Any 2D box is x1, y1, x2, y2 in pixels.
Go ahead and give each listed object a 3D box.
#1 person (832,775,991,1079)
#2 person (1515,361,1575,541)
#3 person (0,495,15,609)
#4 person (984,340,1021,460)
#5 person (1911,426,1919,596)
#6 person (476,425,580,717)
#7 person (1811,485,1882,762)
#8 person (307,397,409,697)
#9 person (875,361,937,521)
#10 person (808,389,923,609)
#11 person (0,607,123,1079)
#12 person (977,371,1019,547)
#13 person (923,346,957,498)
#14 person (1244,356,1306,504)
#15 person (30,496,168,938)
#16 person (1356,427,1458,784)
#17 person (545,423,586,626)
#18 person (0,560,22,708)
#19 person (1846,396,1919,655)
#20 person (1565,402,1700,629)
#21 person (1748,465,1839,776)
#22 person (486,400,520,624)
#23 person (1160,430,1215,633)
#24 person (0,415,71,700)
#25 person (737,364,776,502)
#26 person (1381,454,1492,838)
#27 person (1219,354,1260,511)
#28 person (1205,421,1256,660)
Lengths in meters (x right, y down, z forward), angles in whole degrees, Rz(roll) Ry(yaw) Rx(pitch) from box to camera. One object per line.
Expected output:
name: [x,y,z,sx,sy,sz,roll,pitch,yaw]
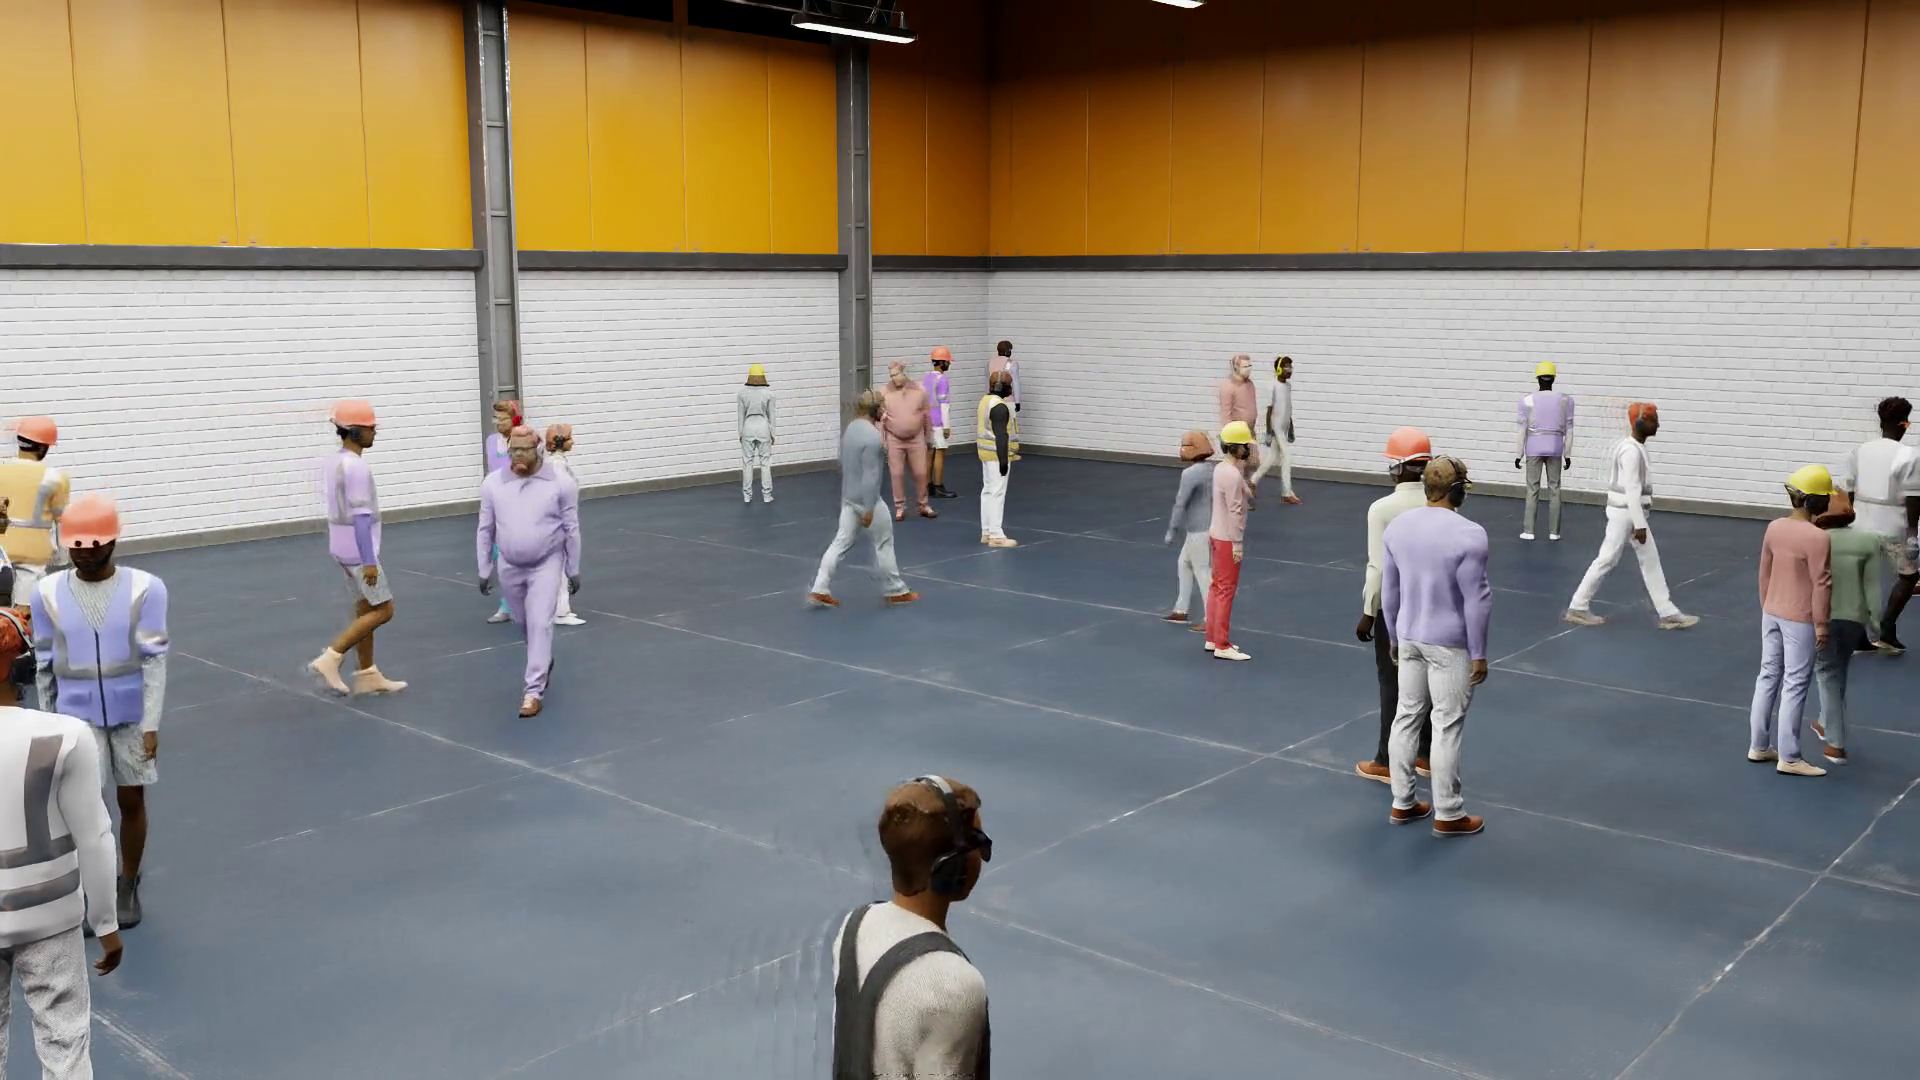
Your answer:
person: [-0.020,1.380,3.552,0.907,1.801,0.517,-6,11,-34]
person: [6.223,-0.943,17.741,0.585,1.925,0.377,2,9,10]
person: [-5.527,0.547,9.294,0.514,1.624,0.537,-4,10,-22]
person: [0.683,-2.133,25.476,0.634,1.842,0.429,7,12,38]
person: [8.470,-0.394,14.468,0.317,1.870,0.531,-3,10,-20]
person: [-2.840,0.157,11.017,0.657,1.875,0.940,0,9,3]
person: [5.138,0.465,9.885,0.517,1.595,0.783,1,9,4]
person: [-4.017,0.073,11.019,0.551,2.032,0.625,-6,11,-31]
person: [-0.652,-1.134,19.138,0.677,1.865,0.462,-2,9,-10]
person: [-0.844,-0.339,14.120,1.040,1.890,0.644,-5,10,-29]
person: [-2.775,1.125,4.883,0.586,1.882,0.340,-1,9,-9]
person: [0.402,-0.854,17.448,0.429,1.840,0.630,-2,9,-13]
person: [-0.263,-1.502,21.210,0.379,1.938,0.547,-5,10,-27]
person: [3.957,-1.387,20.818,0.858,1.843,0.519,7,11,36]
person: [-3.647,0.755,7.106,0.537,1.912,0.521,-4,10,-21]
person: [2.485,0.366,9.298,0.611,1.996,0.378,-5,10,-27]
person: [-3.252,-0.129,13.523,0.315,1.640,0.514,-4,10,-23]
person: [-4.676,0.671,7.808,0.620,1.877,0.995,2,9,11]
person: [6.889,-0.096,12.352,0.539,1.943,0.635,-5,10,-26]
person: [5.391,-0.189,13.321,1.006,1.827,0.603,5,11,30]
person: [4.778,0.451,9.488,0.327,1.767,0.533,-2,9,-9]
person: [-3.690,-0.251,13.707,0.592,1.823,0.616,7,12,38]
person: [1.798,-0.066,13.242,0.701,1.607,0.504,5,10,29]
person: [-6.340,0.098,11.321,0.585,1.883,0.793,-1,9,-7]
person: [-2.540,-1.336,20.811,0.480,1.734,0.335,0,9,-3]
person: [2.414,0.531,8.444,0.373,1.941,0.627,-6,11,-35]
person: [3.374,-1.309,20.142,0.508,1.890,0.668,8,12,40]
person: [2.012,-0.001,12.322,0.320,1.767,0.534,-1,9,-4]
